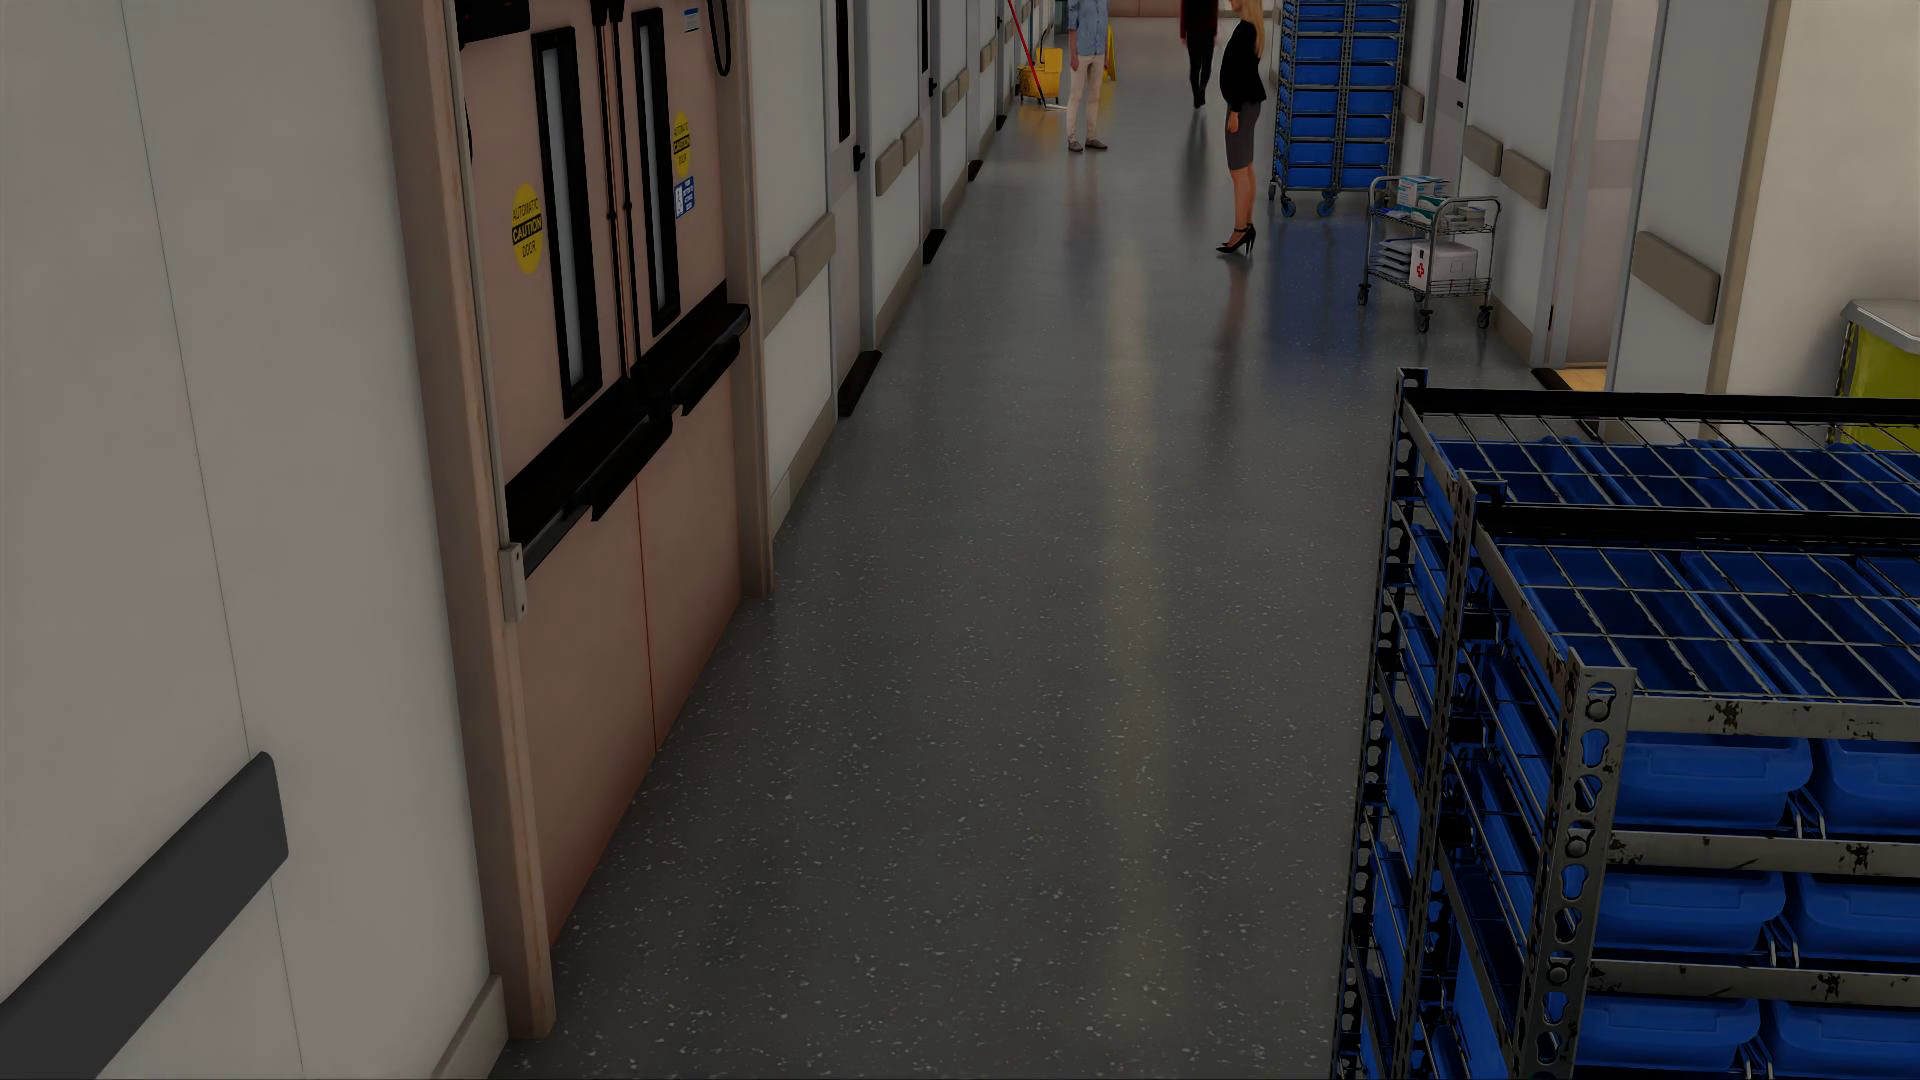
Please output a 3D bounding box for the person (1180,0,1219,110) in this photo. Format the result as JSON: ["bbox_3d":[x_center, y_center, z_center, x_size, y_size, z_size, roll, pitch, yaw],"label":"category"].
[{"bbox_3d":[2.849,-5.945,19.713,0.608,1.645,0.667,3,21,7],"label":"person"}]

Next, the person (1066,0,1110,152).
[{"bbox_3d":[1.260,-4.813,16.439,0.731,1.848,0.766,-13,24,-31],"label":"person"}]

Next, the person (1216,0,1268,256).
[{"bbox_3d":[1.941,-2.893,11.376,0.693,1.843,0.533,5,21,14],"label":"person"}]
